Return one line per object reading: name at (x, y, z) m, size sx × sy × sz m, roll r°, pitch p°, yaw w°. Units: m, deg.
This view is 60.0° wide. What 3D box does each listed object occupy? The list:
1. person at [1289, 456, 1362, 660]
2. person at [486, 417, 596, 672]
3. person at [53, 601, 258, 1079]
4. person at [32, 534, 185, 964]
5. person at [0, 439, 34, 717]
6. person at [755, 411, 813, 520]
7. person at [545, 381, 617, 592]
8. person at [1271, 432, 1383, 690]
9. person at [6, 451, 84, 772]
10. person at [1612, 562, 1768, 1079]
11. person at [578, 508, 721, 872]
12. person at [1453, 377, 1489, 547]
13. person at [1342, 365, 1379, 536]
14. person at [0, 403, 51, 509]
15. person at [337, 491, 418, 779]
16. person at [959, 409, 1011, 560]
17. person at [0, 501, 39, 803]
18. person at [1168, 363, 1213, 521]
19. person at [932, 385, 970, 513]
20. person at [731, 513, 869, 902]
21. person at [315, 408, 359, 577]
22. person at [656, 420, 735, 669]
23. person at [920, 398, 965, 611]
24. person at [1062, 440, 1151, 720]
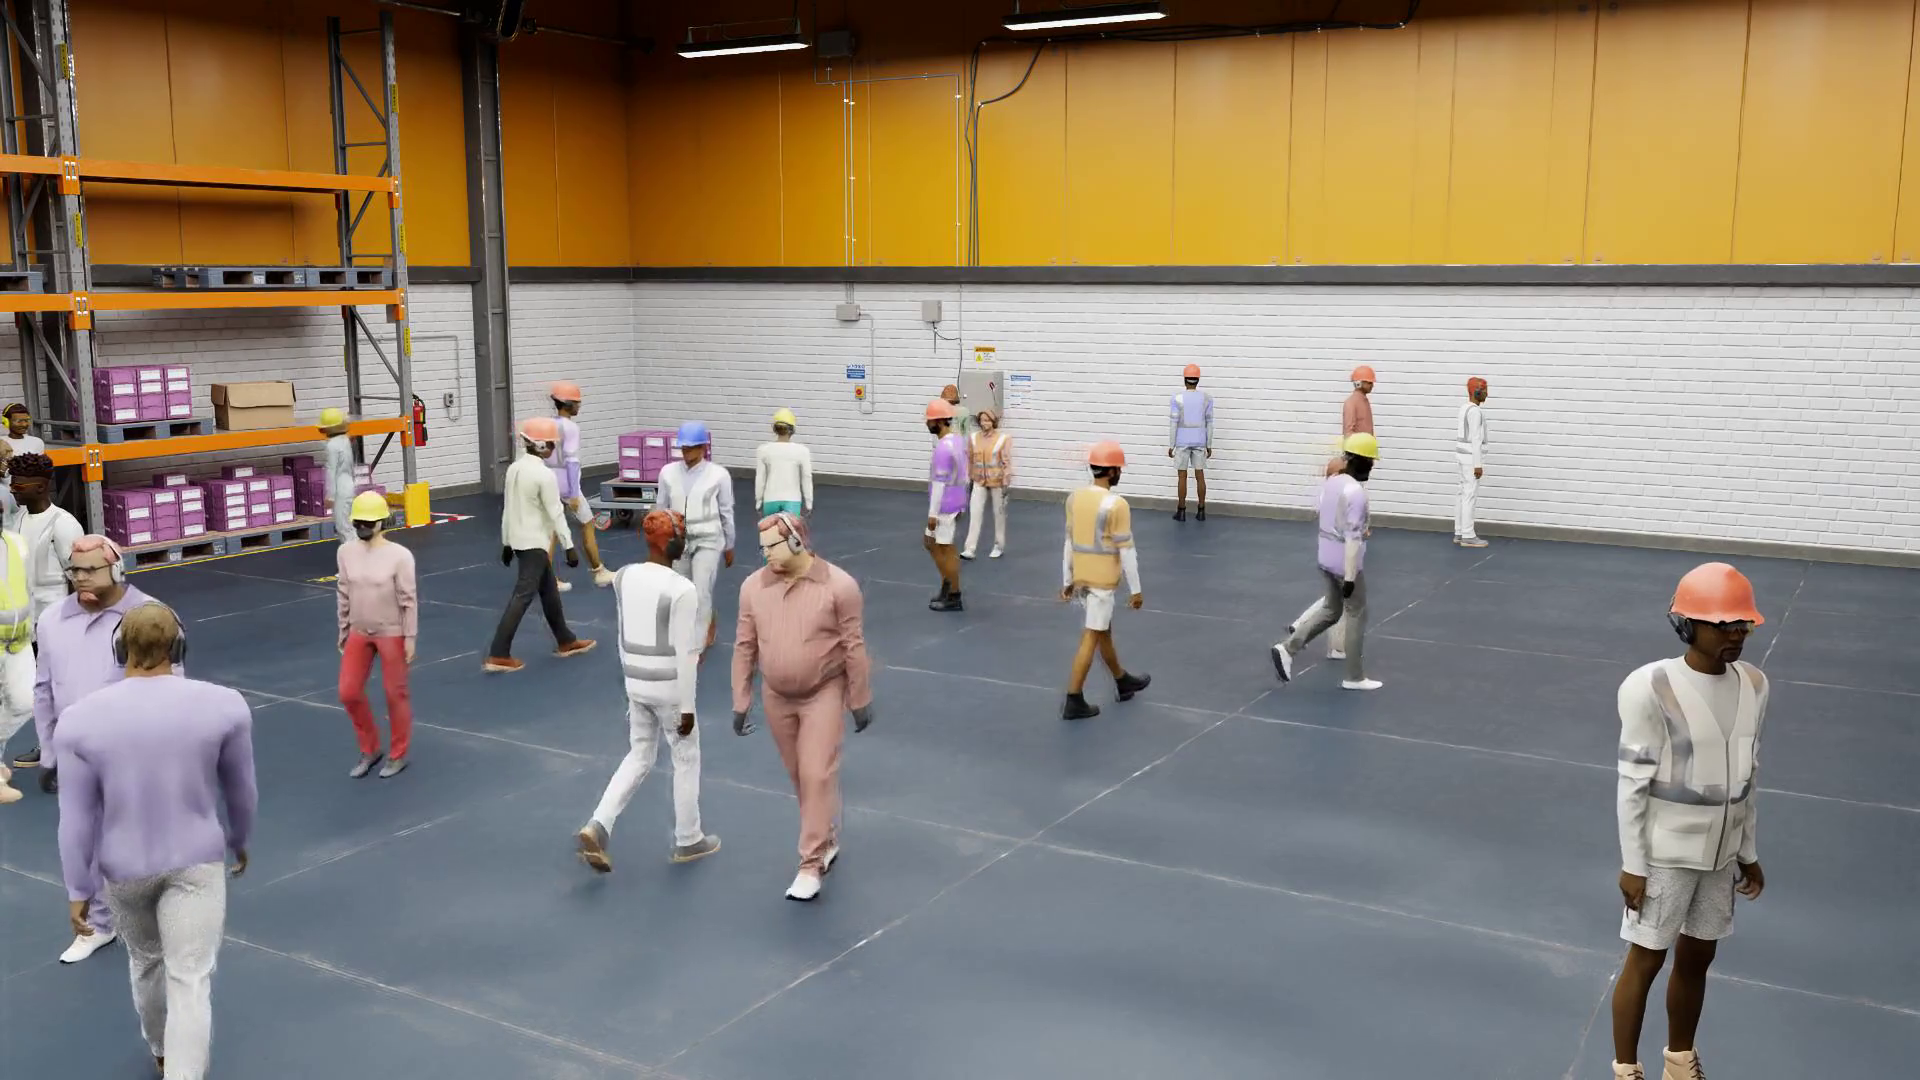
person at (2.905, 0.148, 12.996) m, size 0.480 × 1.627 × 0.518 m, roll -1°, pitch 9°, yaw -8°
person at (-3.280, 0.026, 12.811) m, size 1.000 × 1.937 × 0.625 m, roll -7°, pitch 12°, yaw -38°
person at (-2.828, 1.156, 5.923) m, size 0.630 × 1.884 × 1.079 m, roll -3°, pitch 10°, yaw -20°
person at (-3.753, 0.914, 7.336) m, size 0.649 × 1.907 × 0.405 m, roll 0°, pitch 9°, yaw 0°
person at (-6.554, 0.256, 11.357) m, size 0.629 × 1.936 × 0.373 m, roll 8°, pitch 12°, yaw 41°
person at (-1.668, -0.361, 15.880) m, size 0.552 × 1.729 × 0.699 m, roll 1°, pitch 9°, yaw 3°
person at (-3.650, -0.509, 15.884) m, size 0.939 × 2.007 × 0.631 m, roll -8°, pitch 12°, yaw -42°
person at (2.688, 0.166, 12.031) m, size 0.748 × 1.892 × 0.609 m, roll -2°, pitch 9°, yaw -12°
person at (-5.556, 0.438, 10.115) m, size 0.612 × 1.965 × 0.361 m, roll 5°, pitch 11°, yaw 30°
person at (2.577, 1.085, 5.838) m, size 0.605 × 2.045 × 0.385 m, roll -3°, pitch 10°, yaw -20°
person at (-1.570, 0.769, 8.375) m, size 0.577 × 1.865 × 0.766 m, roll 6°, pitch 11°, yaw 34°
person at (5.714, -0.870, 18.545) m, size 0.356 × 1.883 × 0.573 m, roll 0°, pitch 9°, yaw 2°
person at (4.564, -1.003, 19.033) m, size 0.402 × 1.990 × 0.622 m, roll 5°, pitch 10°, yaw 29°
person at (-8.573, -0.321, 15.197) m, size 0.322 × 1.861 × 0.514 m, roll 7°, pitch 12°, yaw 38°
person at (-3.488, 0.575, 9.911) m, size 0.558 × 1.745 × 0.487 m, roll 2°, pitch 9°, yaw 12°
person at (0.267, -0.568, 17.492) m, size 0.545 × 1.598 × 0.807 m, roll 4°, pitch 10°, yaw 25°
person at (-5.606, 0.610, 9.534) m, size 0.551 × 1.816 × 0.646 m, roll 3°, pitch 10°, yaw 19°
person at (2.821, -1.196, 20.410) m, size 0.551 × 1.935 × 0.372 m, roll -1°, pitch 9°, yaw -7°
person at (-0.114, -1.148, 21.056) m, size 0.498 × 1.633 × 0.281 m, roll -3°, pitch 10°, yaw -17°
person at (-0.831, 0.808, 8.128) m, size 0.659 × 1.860 × 0.910 m, roll 3°, pitch 10°, yaw 18°
person at (-6.188, -0.471, 16.604) m, size 0.368 × 1.709 × 0.550 m, roll -1°, pitch 9°, yaw -6°
person at (-2.032, 0.006, 12.962) m, size 0.607 × 1.924 × 0.832 m, roll 3°, pitch 9°, yaw 16°
person at (-0.172, -0.305, 14.865) m, size 0.479 × 1.923 × 0.556 m, roll 2°, pitch 9°, yaw 9°
person at (1.044, 0.260, 11.464) m, size 0.960 × 1.889 × 0.573 m, roll -6°, pitch 11°, yaw -35°
